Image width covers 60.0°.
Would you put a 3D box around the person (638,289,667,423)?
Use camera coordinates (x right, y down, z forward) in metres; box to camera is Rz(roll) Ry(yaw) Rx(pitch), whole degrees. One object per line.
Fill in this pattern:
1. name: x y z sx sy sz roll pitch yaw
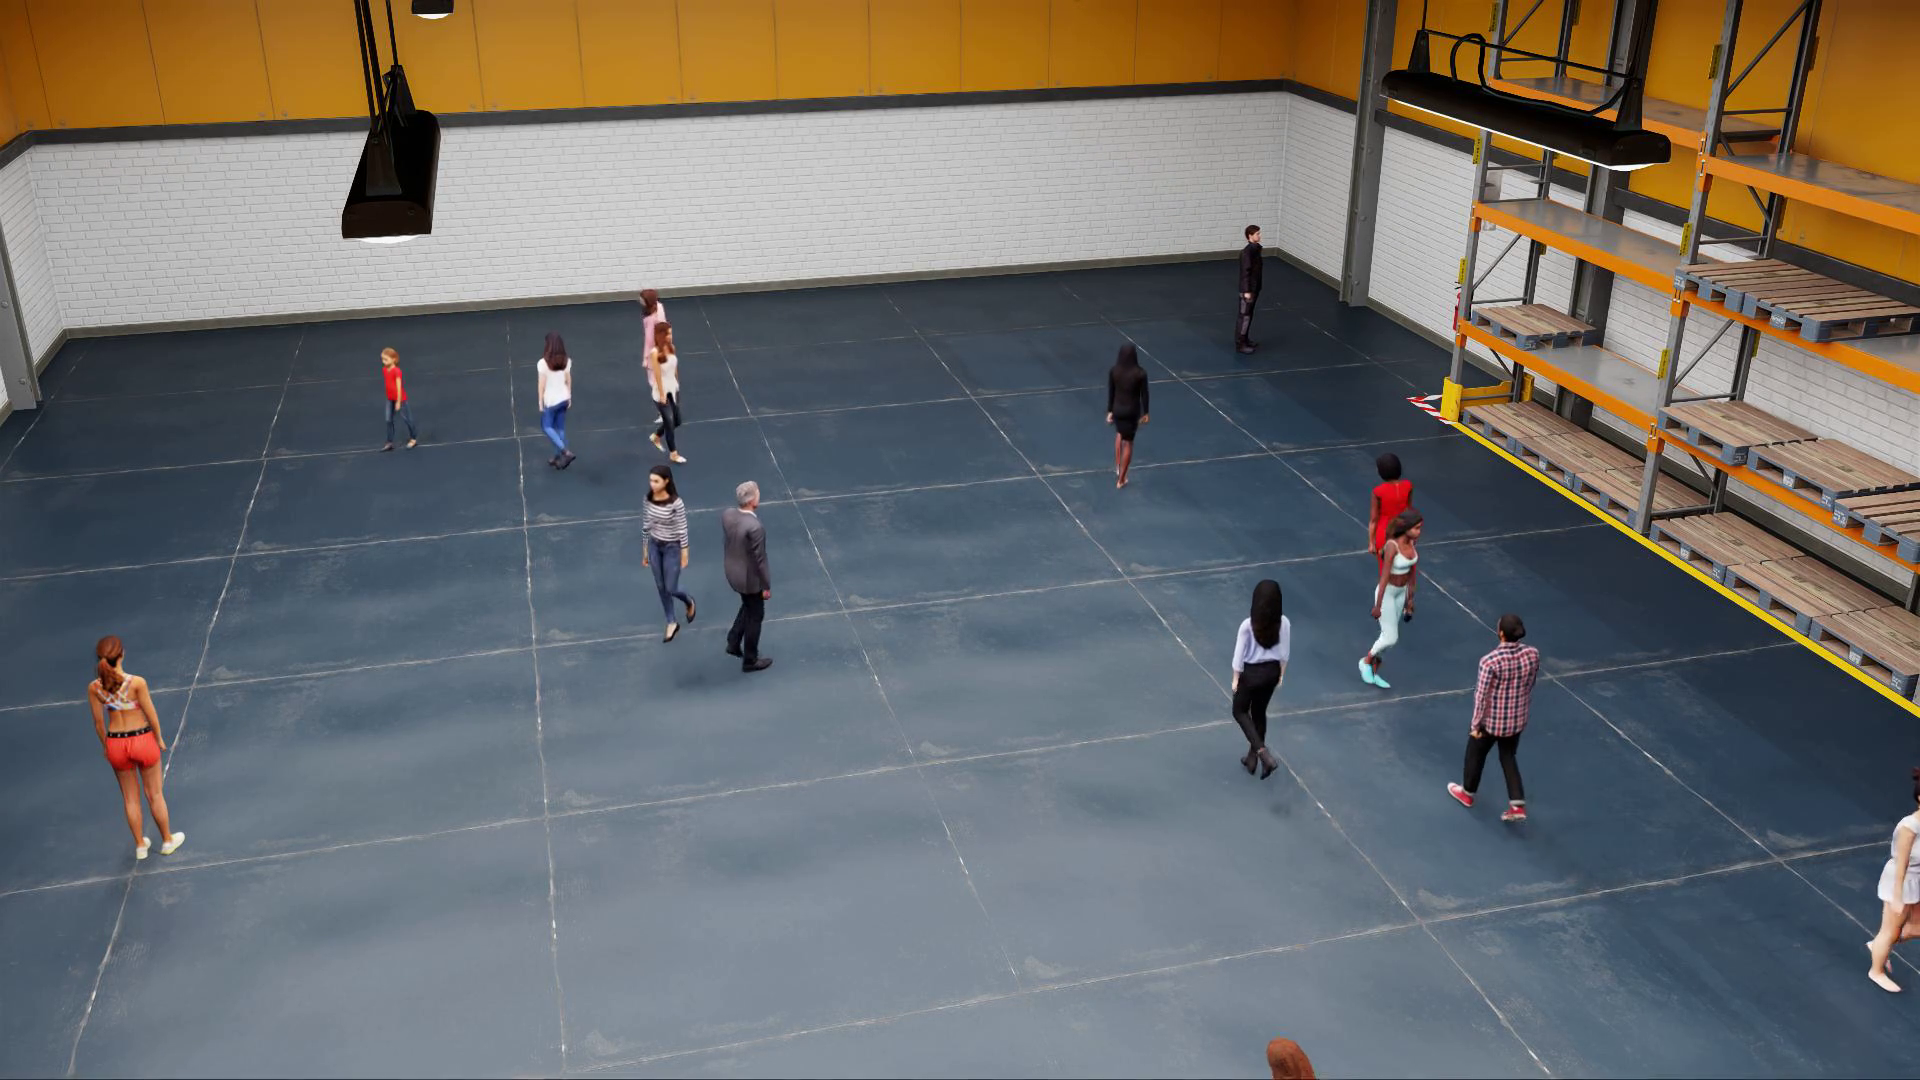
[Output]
1. person: -3.857 -2.403 21.329 0.827 1.766 0.718 15 28 30

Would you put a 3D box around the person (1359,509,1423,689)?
1. person: 3.759 0.502 14.757 0.698 1.706 0.733 -16 28 -33

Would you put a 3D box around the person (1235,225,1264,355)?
1. person: 4.179 -3.649 24.088 0.855 1.838 0.741 9 25 19

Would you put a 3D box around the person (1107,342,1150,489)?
1. person: 1.895 -1.415 19.141 0.848 1.707 0.916 11 26 24

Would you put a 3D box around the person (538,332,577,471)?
1. person: -4.695 -1.576 19.568 0.932 1.659 0.852 17 29 34

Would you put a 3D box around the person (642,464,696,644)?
1. person: -2.695 0.104 15.572 0.792 1.781 0.856 11 26 24

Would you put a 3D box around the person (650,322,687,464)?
1. person: -3.580 -1.750 19.840 0.906 1.761 0.847 12 26 25

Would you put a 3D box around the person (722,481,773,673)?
1. person: -1.978 0.348 14.958 0.930 1.827 0.806 -20 30 -38

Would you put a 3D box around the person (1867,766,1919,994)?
1. person: 6.187 2.219 10.963 0.626 1.599 0.635 -12 26 -25

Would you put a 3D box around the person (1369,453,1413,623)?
1. person: 4.132 0.043 15.794 0.673 1.717 0.800 -3 24 -6

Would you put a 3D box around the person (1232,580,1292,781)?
1. person: 2.408 1.159 13.221 0.695 1.732 0.856 -8 25 -19

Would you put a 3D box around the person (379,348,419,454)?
1. person: -6.849 -1.740 20.402 0.743 1.293 0.811 11 26 24

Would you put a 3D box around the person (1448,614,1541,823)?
1. person: 4.181 1.363 12.719 0.689 1.759 0.960 -6 24 -14

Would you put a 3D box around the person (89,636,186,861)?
1. person: -6.117 1.537 12.286 0.592 1.789 0.545 -4 24 -10
